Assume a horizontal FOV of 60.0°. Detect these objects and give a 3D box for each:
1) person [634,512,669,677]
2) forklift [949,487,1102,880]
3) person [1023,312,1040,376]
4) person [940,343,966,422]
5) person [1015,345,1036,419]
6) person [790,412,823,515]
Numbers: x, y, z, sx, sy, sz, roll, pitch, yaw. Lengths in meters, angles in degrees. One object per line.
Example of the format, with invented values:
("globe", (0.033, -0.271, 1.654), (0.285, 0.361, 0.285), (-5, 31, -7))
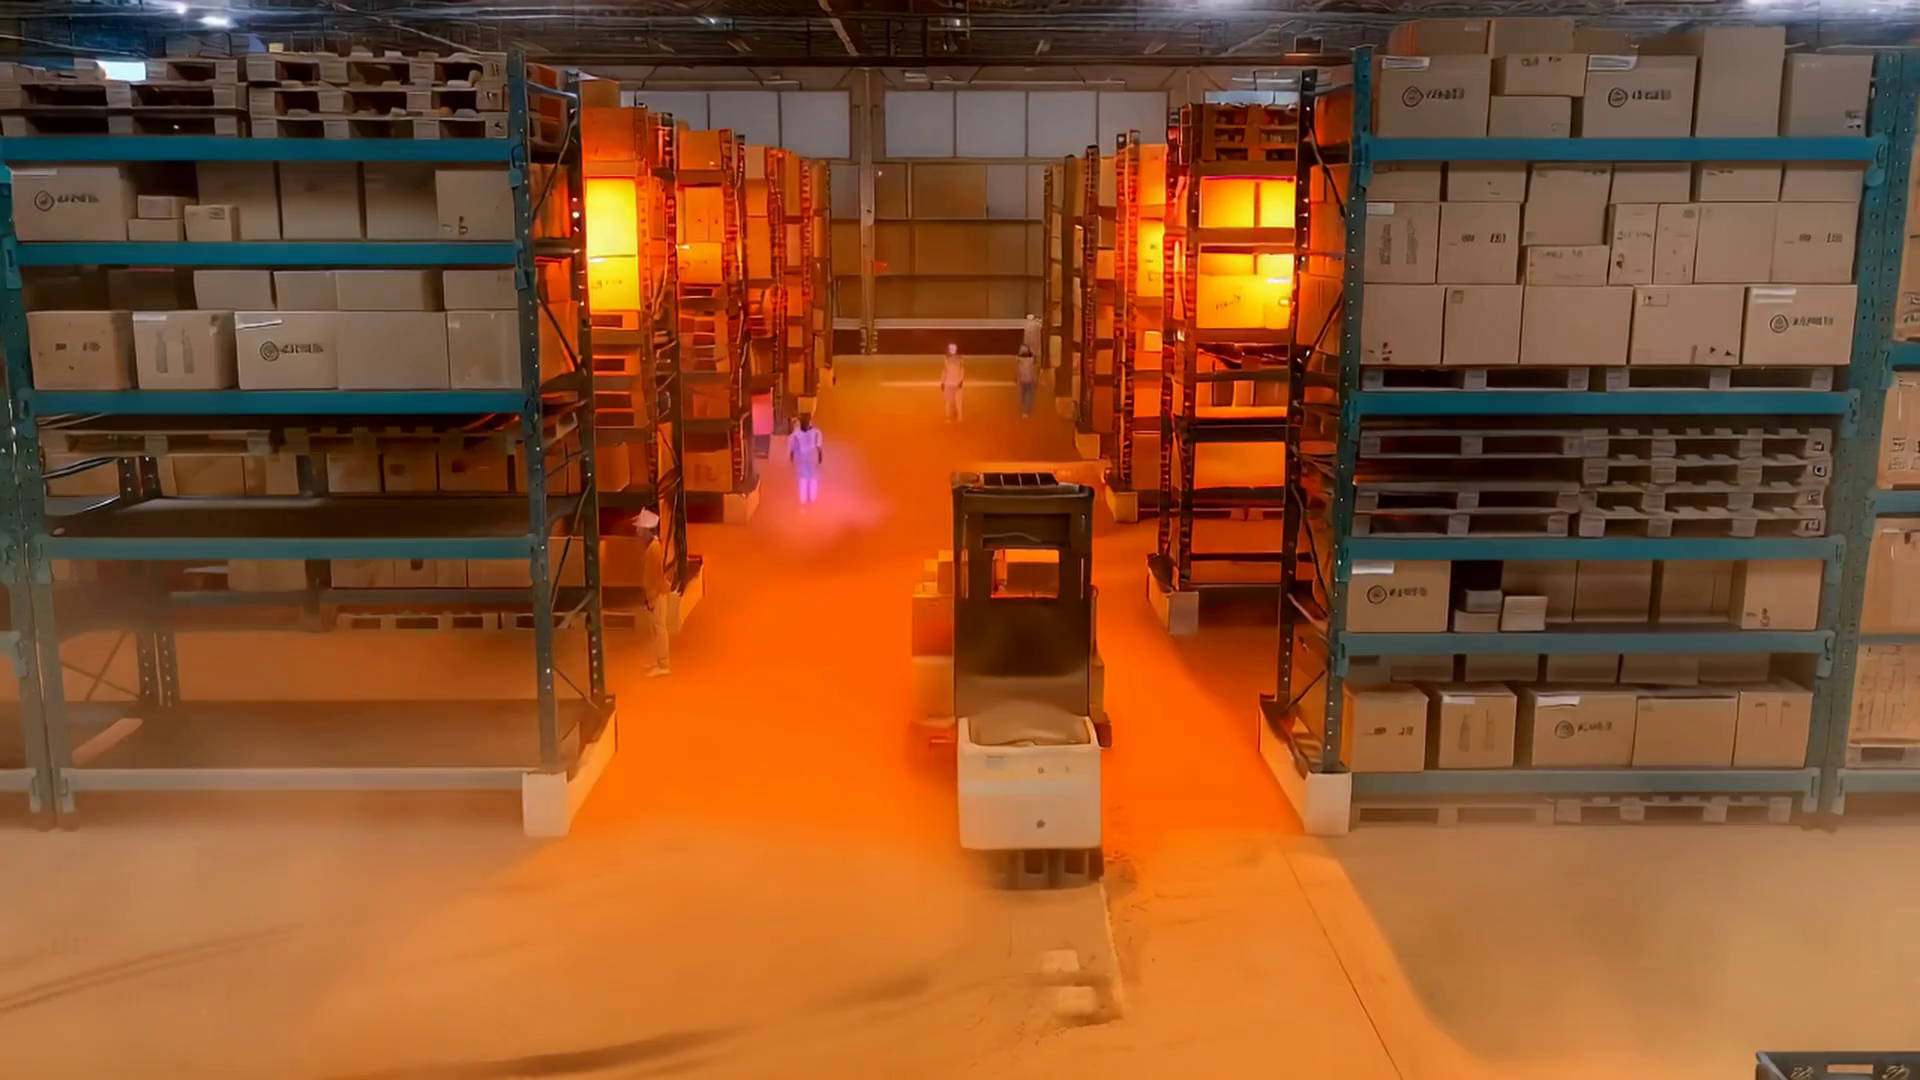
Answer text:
("person", (-3.266, 0.570, 17.648), (0.327, 1.769, 0.525), (-2, 12, -11))
("forklift", (0.495, 0.986, 12.813), (1.129, 2.768, 1.873), (0, 11, -2))
("person", (2.059, -5.652, 48.159), (0.441, 1.887, 0.673), (-5, 12, -23))
("person", (-0.151, -3.622, 38.336), (0.619, 1.815, 0.893), (-3, 12, -14))
("person", (1.530, -3.681, 38.841), (0.490, 1.714, 0.765), (0, 11, 1))
("person", (-2.484, -1.261, 26.925), (0.537, 1.678, 0.529), (-1, 11, -5))
